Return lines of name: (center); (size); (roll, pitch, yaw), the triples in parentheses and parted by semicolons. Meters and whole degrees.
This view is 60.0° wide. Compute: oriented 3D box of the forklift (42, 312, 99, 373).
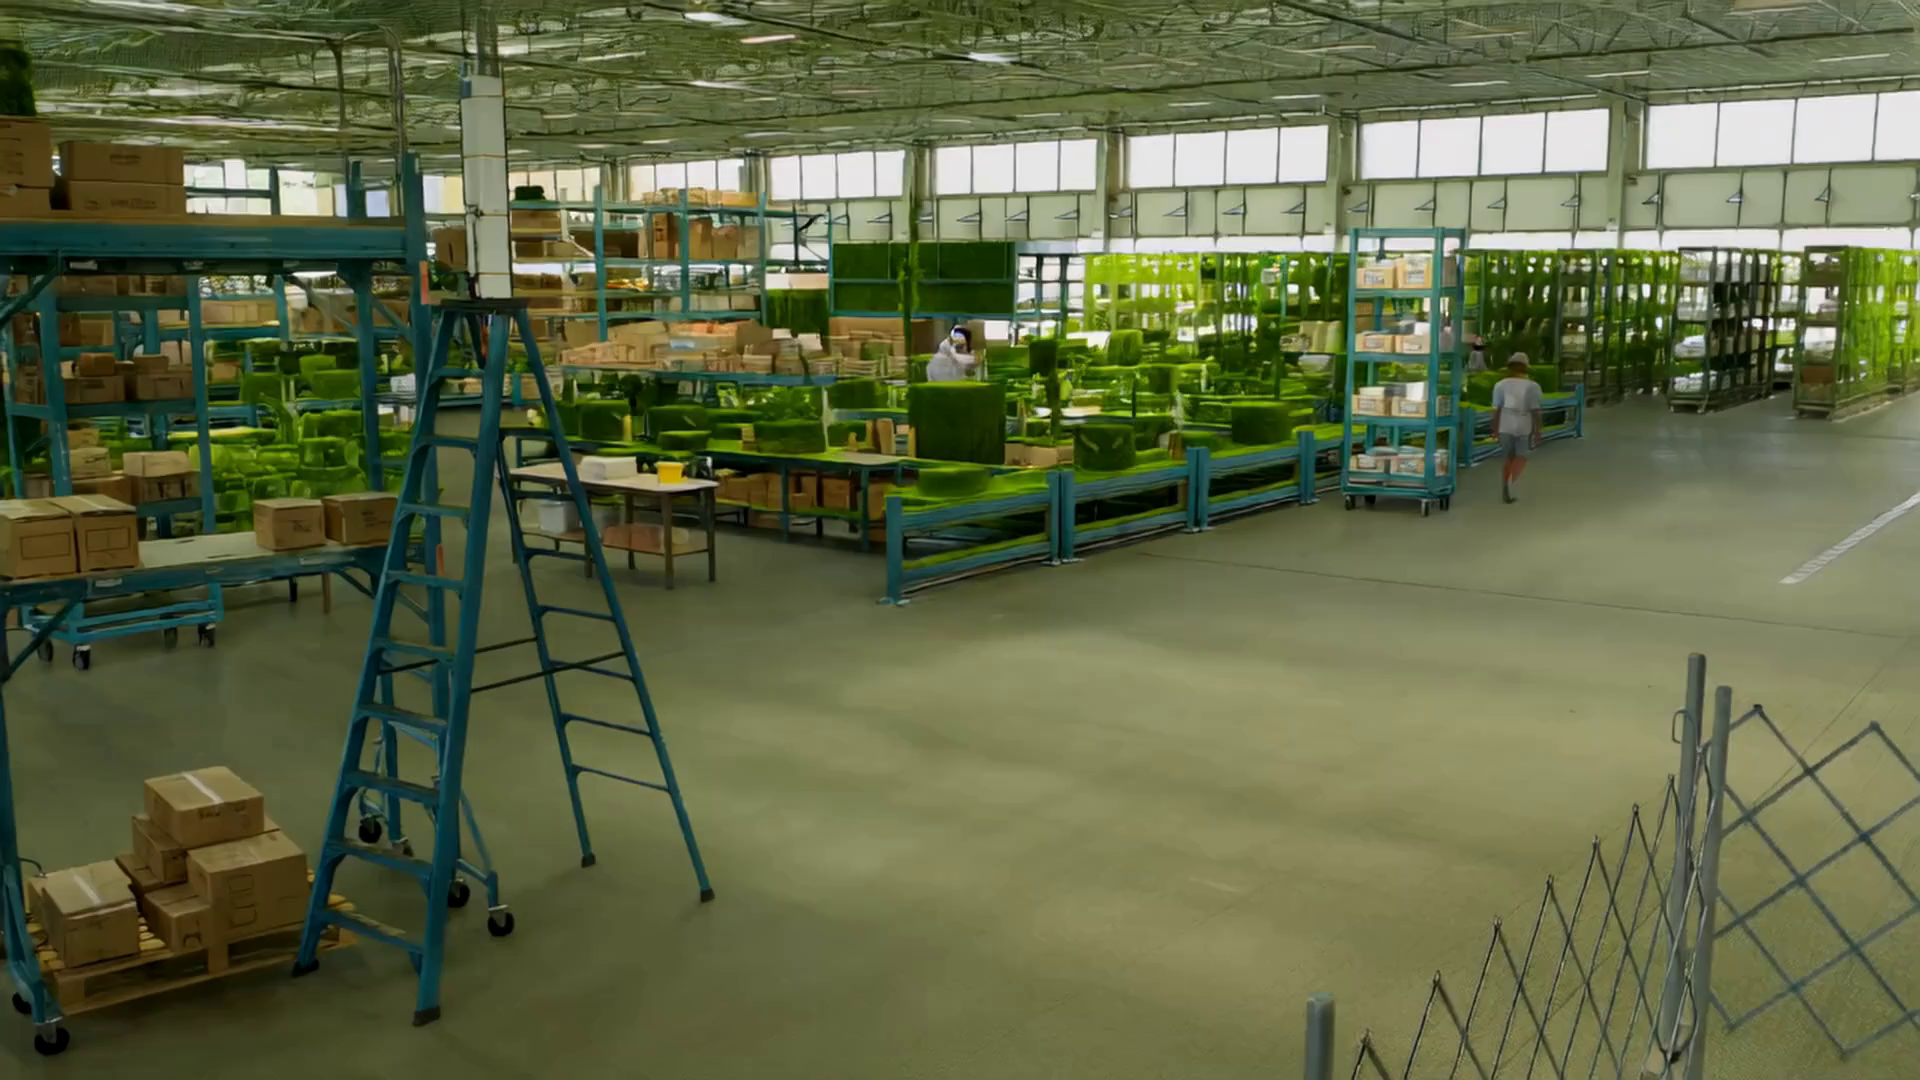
forklift: (-23.779, -5.451, 44.052); (1.873, 2.768, 1.129); (7, 11, 36)

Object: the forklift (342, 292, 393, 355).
forklift: (-16.485, -5.622, 45.120); (1.129, 2.768, 1.873); (7, 11, 37)

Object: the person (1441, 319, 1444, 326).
person: (13.212, -5.305, 46.563); (0.647, 1.785, 0.658); (-2, 9, -15)

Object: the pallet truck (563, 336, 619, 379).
pallet truck: (-10.690, -5.294, 48.215); (1.601, 1.201, 0.680); (-5, 10, -26)

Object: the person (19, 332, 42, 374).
person: (-22.304, -4.170, 39.937); (0.507, 1.633, 0.278); (2, 9, 10)

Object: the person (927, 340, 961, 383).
person: (-0.261, -2.508, 28.765); (0.642, 1.897, 0.399); (5, 10, 28)

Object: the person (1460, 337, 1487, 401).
person: (10.749, -3.367, 34.691); (0.927, 1.729, 0.532); (7, 12, 39)

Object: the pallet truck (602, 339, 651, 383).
pallet truck: (-8.991, -4.871, 45.351); (0.653, 1.274, 1.630); (7, 11, 37)

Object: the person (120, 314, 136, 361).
person: (-24.422, -5.709, 48.856); (0.652, 1.857, 0.997); (8, 12, 41)

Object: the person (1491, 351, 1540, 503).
person: (7.283, -1.468, 21.872); (0.617, 2.023, 0.850); (6, 11, 34)

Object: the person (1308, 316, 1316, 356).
person: (10.092, -5.717, 48.608); (0.964, 1.966, 0.600); (3, 10, 19)
